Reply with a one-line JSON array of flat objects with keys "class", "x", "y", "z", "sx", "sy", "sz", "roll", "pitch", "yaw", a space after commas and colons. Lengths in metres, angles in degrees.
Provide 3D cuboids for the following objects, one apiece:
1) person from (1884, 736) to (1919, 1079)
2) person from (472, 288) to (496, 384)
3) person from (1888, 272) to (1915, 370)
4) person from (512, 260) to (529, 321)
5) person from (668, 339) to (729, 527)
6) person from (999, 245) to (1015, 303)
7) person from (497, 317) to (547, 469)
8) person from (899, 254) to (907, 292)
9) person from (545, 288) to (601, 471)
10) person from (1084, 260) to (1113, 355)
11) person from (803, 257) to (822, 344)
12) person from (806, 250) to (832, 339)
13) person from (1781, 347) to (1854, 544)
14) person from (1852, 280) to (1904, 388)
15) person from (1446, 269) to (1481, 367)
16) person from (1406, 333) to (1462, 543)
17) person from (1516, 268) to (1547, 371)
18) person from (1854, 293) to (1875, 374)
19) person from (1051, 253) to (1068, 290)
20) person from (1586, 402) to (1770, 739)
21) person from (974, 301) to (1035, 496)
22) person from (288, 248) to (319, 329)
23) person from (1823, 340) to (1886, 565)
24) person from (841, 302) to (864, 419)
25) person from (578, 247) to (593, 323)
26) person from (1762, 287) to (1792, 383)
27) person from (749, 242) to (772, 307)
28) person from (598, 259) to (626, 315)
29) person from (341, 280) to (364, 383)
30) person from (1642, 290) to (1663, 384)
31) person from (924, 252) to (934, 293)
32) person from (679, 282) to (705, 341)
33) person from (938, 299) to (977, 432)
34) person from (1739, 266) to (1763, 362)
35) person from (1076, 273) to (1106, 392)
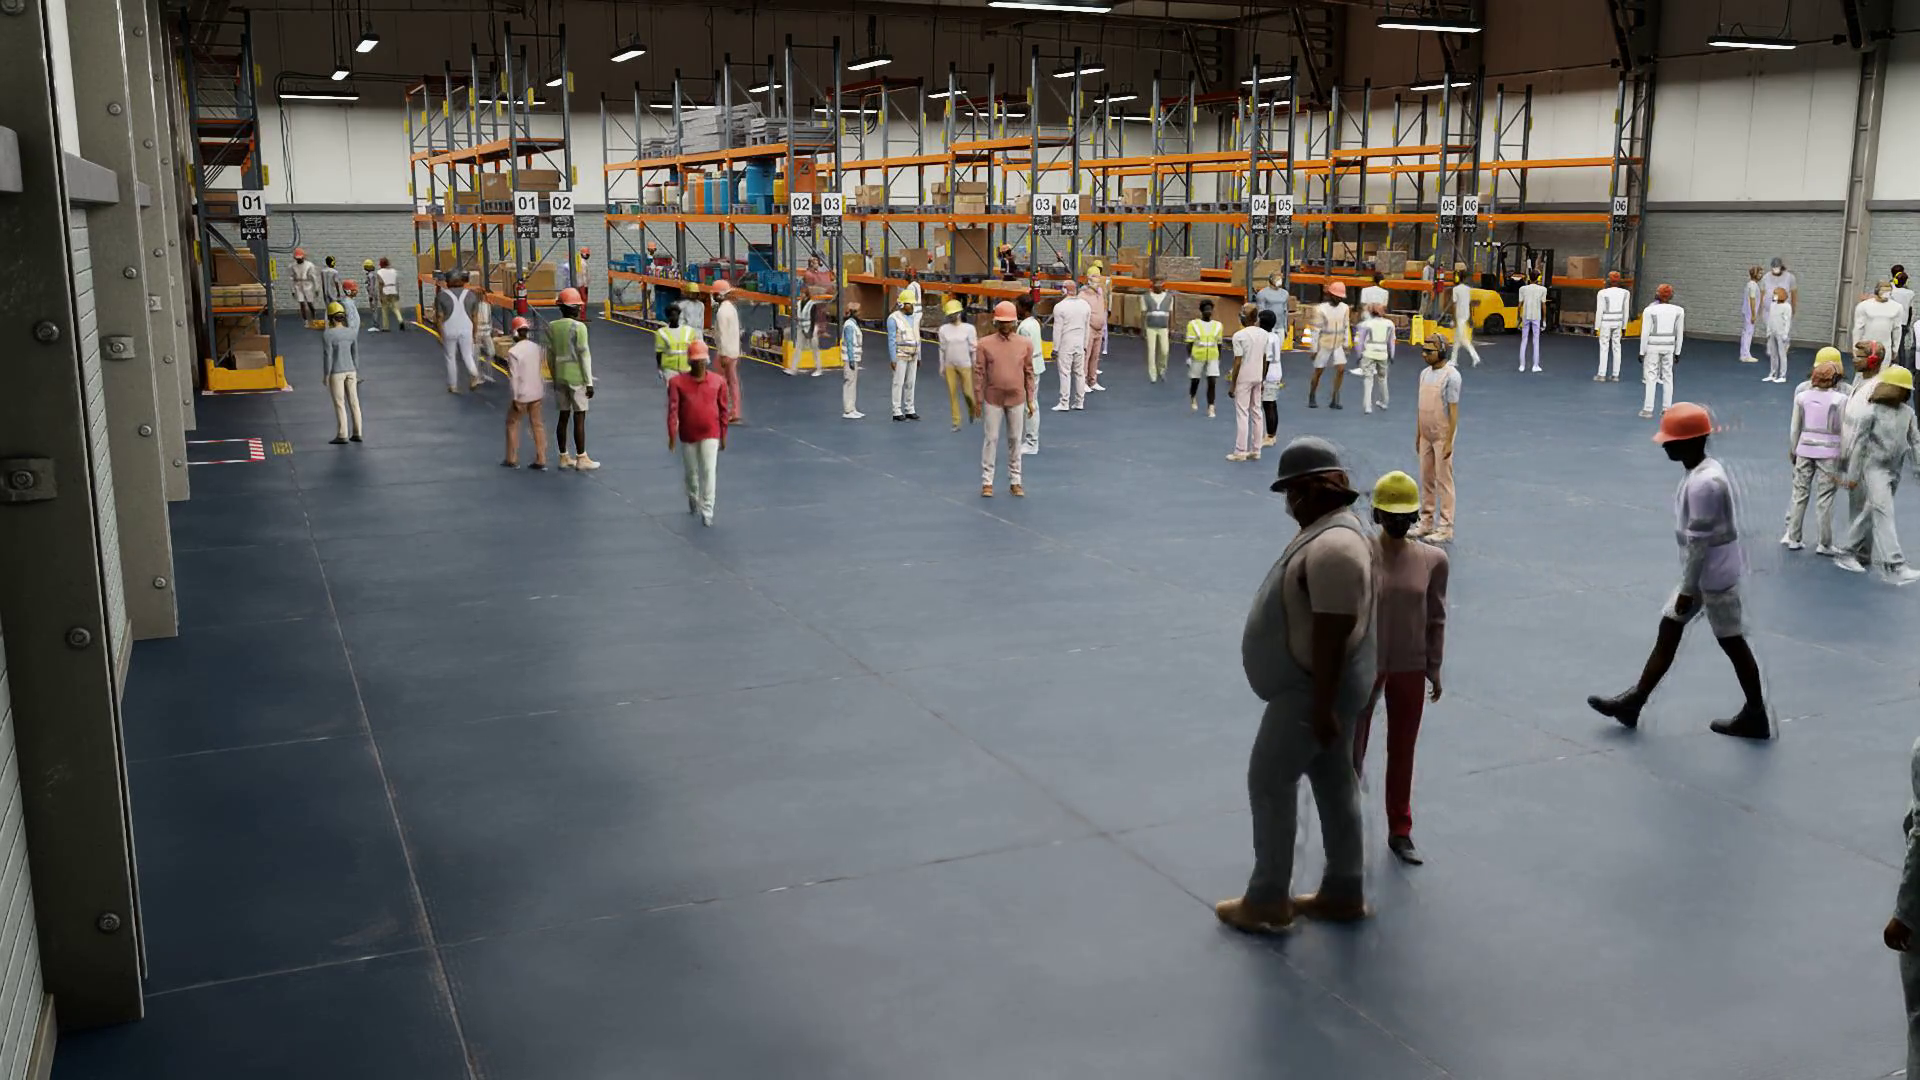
[{"class": "person", "x": 2.926, "y": 1.059, "z": 4.912, "sx": 0.489, "sy": 1.741, "sz": 0.322, "roll": -5, "pitch": 12, "yaw": -23}, {"class": "person", "x": -8.045, "y": -3.426, "z": 27.999, "sx": 0.541, "sy": 1.621, "sz": 0.540, "roll": 10, "pitch": 15, "yaw": 41}, {"class": "person", "x": 16.303, "y": -3.730, "z": 28.959, "sx": 0.507, "sy": 1.863, "sz": 0.328, "roll": 0, "pitch": 11, "yaw": -2}, {"class": "person", "x": -11.767, "y": -6.726, "z": 44.416, "sx": 0.522, "sy": 1.768, "sz": 0.312, "roll": -8, "pitch": 14, "yaw": -36}, {"class": "person", "x": -2.446, "y": -1.029, "z": 15.568, "sx": 0.566, "sy": 1.729, "sz": 0.784, "roll": -2, "pitch": 11, "yaw": -9}, {"class": "person", "x": 1.222, "y": -6.857, "z": 44.430, "sx": 0.407, "sy": 2.029, "sz": 0.608, "roll": 6, "pitch": 13, "yaw": 29}, {"class": "person", "x": -4.964, "y": -1.648, "z": 18.742, "sx": 0.707, "sy": 1.713, "sz": 0.553, "roll": 7, "pitch": 13, "yaw": 32}, {"class": "person", "x": -1.783, "y": -8.328, "z": 52.921, "sx": 0.375, "sy": 1.625, "sz": 0.555, "roll": 9, "pitch": 14, "yaw": 37}, {"class": "person", "x": -4.344, "y": -1.797, "z": 18.655, "sx": 0.605, "sy": 2.045, "sz": 0.380, "roll": 7, "pitch": 13, "yaw": 31}, {"class": "person", "x": 2.802, "y": -4.720, "z": 33.815, "sx": 0.586, "sy": 1.925, "sz": 0.369, "roll": -2, "pitch": 11, "yaw": -10}, {"class": "person", "x": -3.227, "y": -5.259, "z": 36.609, "sx": 0.402, "sy": 1.904, "sz": 0.652, "roll": 0, "pitch": 11, "yaw": 2}, {"class": "person", "x": -3.200, "y": -5.651, "z": 38.249, "sx": 0.537, "sy": 2.000, "sz": 0.682, "roll": 8, "pitch": 13, "yaw": 34}, {"class": "person", "x": 7.431, "y": -0.800, "z": 14.377, "sx": 0.486, "sy": 1.735, "sz": 0.322, "roll": 7, "pitch": 13, "yaw": 31}, {"class": "person", "x": 13.167, "y": -2.769, "z": 23.902, "sx": 0.635, "sy": 1.931, "sz": 0.364, "roll": 3, "pitch": 11, "yaw": 14}, {"class": "person", "x": 9.455, "y": -4.150, "z": 31.153, "sx": 0.812, "sy": 1.840, "sz": 0.518, "roll": 10, "pitch": 15, "yaw": 42}, {"class": "person", "x": 4.178, "y": -0.897, "z": 14.615, "sx": 0.339, "sy": 1.839, "sz": 0.503, "roll": -5, "pitch": 12, "yaw": -22}, {"class": "person", "x": 10.428, "y": -4.009, "z": 30.347, "sx": 0.533, "sy": 1.868, "sz": 0.310, "roll": 6, "pitch": 13, "yaw": 27}, {"class": "person", "x": 14.042, "y": -3.009, "z": 25.844, "sx": 0.307, "sy": 1.641, "sz": 0.513, "roll": 10, "pitch": 15, "yaw": 41}, {"class": "person", "x": 2.854, "y": -7.336, "z": 47.566, "sx": 0.559, "sy": 1.744, "sz": 0.333, "roll": -2, "pitch": 11, "yaw": -11}, {"class": "person", "x": 4.018, "y": 0.178, "z": 9.094, "sx": 1.002, "sy": 1.856, "sz": 0.546, "roll": 3, "pitch": 11, "yaw": 14}, {"class": "person", "x": 0.455, "y": -1.426, "z": 16.900, "sx": 0.622, "sy": 1.989, "sz": 0.399, "roll": -1, "pitch": 11, "yaw": -6}, {"class": "person", "x": -16.349, "y": -6.268, "z": 41.472, "sx": 0.660, "sy": 2.005, "sz": 0.694, "roll": -1, "pitch": 11, "yaw": -7}, {"class": "person", "x": 7.421, "y": -0.711, "z": 13.638, "sx": 0.389, "sy": 1.847, "sz": 0.563, "roll": 3, "pitch": 12, "yaw": 17}, {"class": "person", "x": -1.522, "y": -2.526, "z": 23.418, "sx": 0.313, "sy": 1.632, "sz": 0.518, "roll": 1, "pitch": 11, "yaw": 5}, {"class": "person", "x": -9.848, "y": -6.690, "z": 43.689, "sx": 0.408, "sy": 1.987, "sz": 0.607, "roll": -4, "pitch": 12, "yaw": -18}, {"class": "person", "x": 13.964, "y": -3.500, "z": 28.389, "sx": 0.287, "sy": 1.628, "sz": 0.501, "roll": -2, "pitch": 11, "yaw": -10}, {"class": "person", "x": -6.212, "y": -8.155, "z": 51.144, "sx": 0.984, "sy": 1.993, "sz": 0.615, "roll": 9, "pitch": 15, "yaw": 40}, {"class": "person", "x": -9.761, "y": -7.107, "z": 46.822, "sx": 0.867, "sy": 1.580, "sz": 0.561, "roll": -2, "pitch": 11, "yaw": -11}, {"class": "person", "x": -10.324, "y": -3.542, "z": 28.266, "sx": 0.342, "sy": 1.748, "sz": 0.573, "roll": -4, "pitch": 12, "yaw": -21}, {"class": "person", "x": 11.740, "y": -3.431, "z": 28.016, "sx": 0.514, "sy": 1.634, "sz": 0.313, "roll": -7, "pitch": 13, "yaw": -33}, {"class": "person", "x": -0.922, "y": -7.481, "z": 48.334, "sx": 0.386, "sy": 1.739, "sz": 0.580, "roll": 1, "pitch": 11, "yaw": 7}, {"class": "person", "x": -4.577, "y": -3.531, "z": 28.316, "sx": 0.484, "sy": 1.713, "sz": 0.789, "roll": -6, "pitch": 13, "yaw": -28}, {"class": "person", "x": -0.013, "y": -2.307, "z": 21.994, "sx": 0.532, "sy": 1.759, "sz": 0.488, "roll": 3, "pitch": 12, "yaw": 17}, {"class": "person", "x": 15.341, "y": -4.366, "z": 32.220, "sx": 0.339, "sy": 1.845, "sz": 0.514, "roll": 3, "pitch": 12, "yaw": 16}, {"class": "person", "x": 2.137, "y": -3.351, "z": 26.899, "sx": 0.411, "sy": 1.910, "sz": 0.643, "roll": 9, "pitch": 14, "yaw": 38}]
